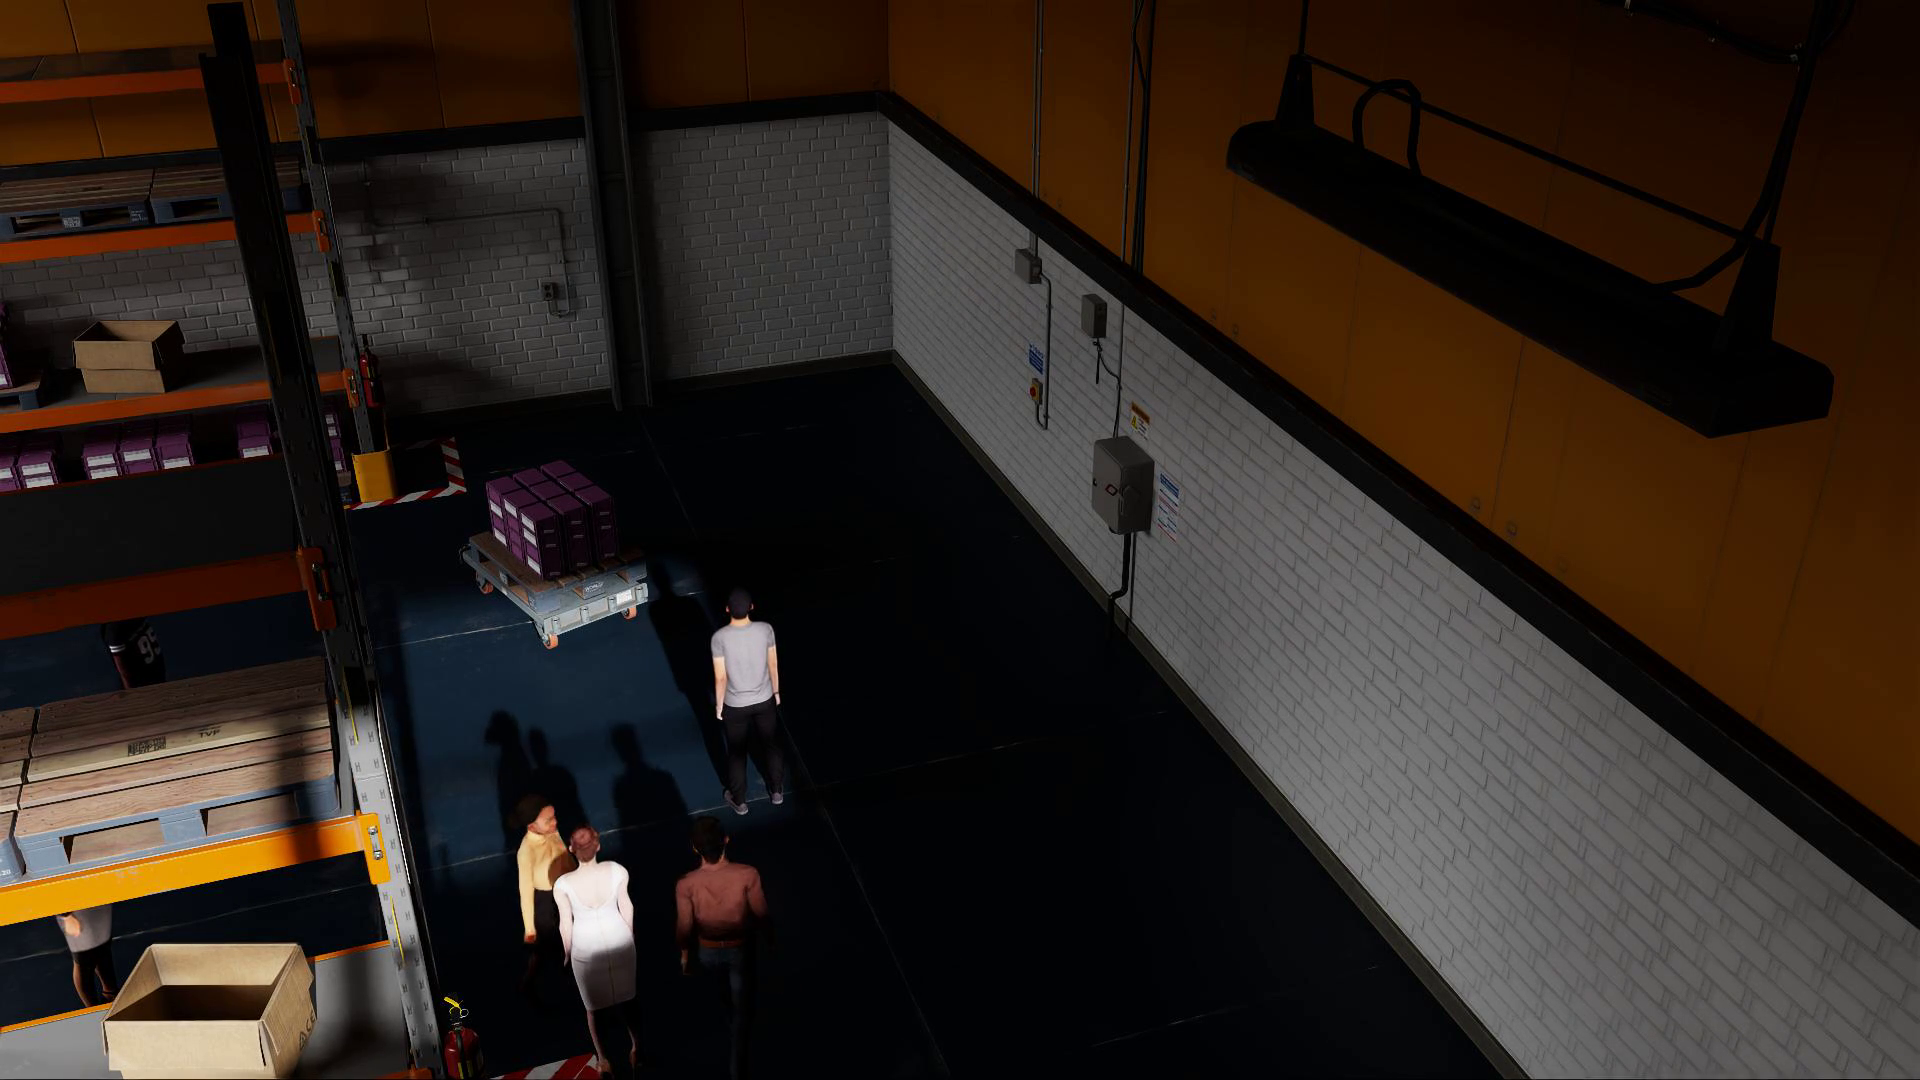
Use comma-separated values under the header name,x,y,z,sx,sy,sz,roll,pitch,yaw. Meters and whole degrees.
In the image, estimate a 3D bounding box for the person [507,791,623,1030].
name,x,y,z,sx,sy,sz,roll,pitch,yaw
person,-2.399,2.121,9.553,0.992,1.621,0.817,3,29,6

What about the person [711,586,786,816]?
name,x,y,z,sx,sy,sz,roll,pitch,yaw
person,-1.445,1.077,11.328,0.495,1.755,0.680,-12,31,-21

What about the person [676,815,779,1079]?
name,x,y,z,sx,sy,sz,roll,pitch,yaw
person,-1.265,2.303,9.089,1.122,1.746,0.958,-2,29,-3

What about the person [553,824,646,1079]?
name,x,y,z,sx,sy,sz,roll,pitch,yaw
person,-1.964,2.266,9.110,0.411,1.791,0.616,-10,30,-17
